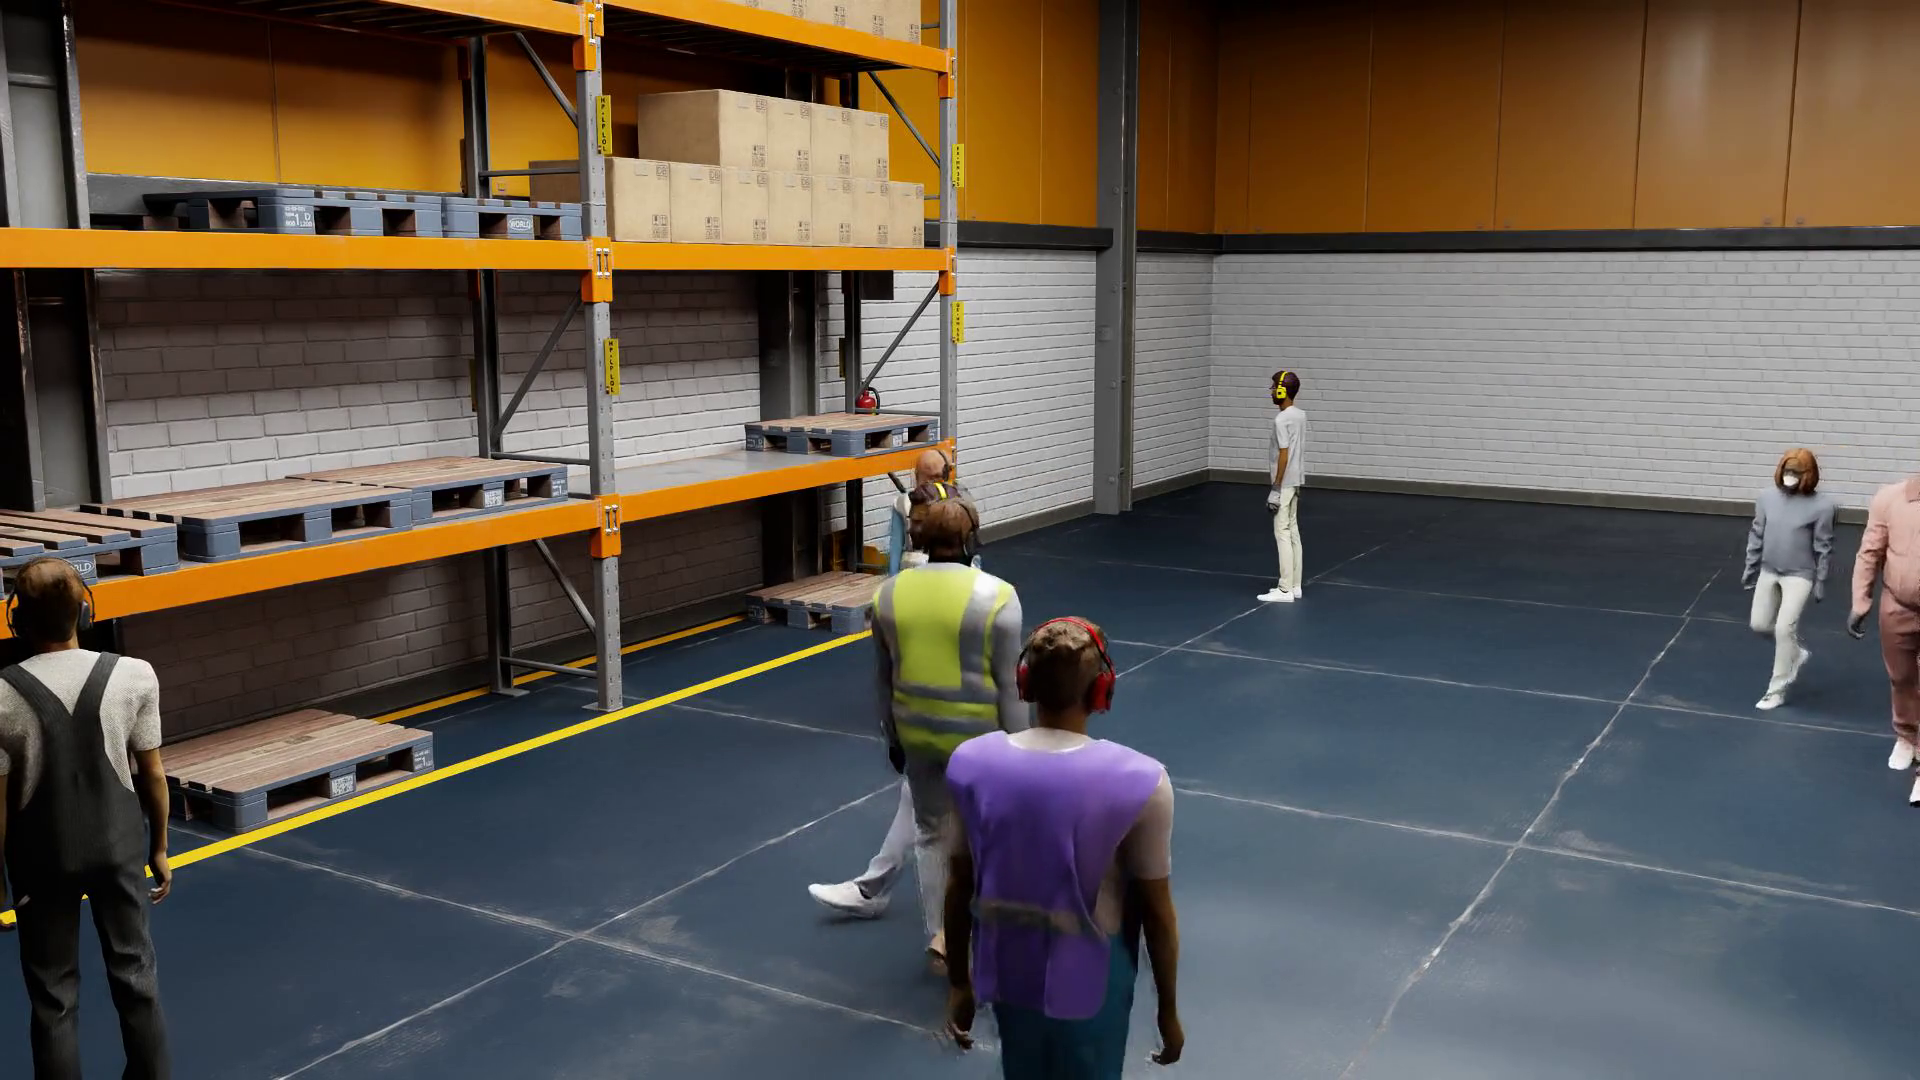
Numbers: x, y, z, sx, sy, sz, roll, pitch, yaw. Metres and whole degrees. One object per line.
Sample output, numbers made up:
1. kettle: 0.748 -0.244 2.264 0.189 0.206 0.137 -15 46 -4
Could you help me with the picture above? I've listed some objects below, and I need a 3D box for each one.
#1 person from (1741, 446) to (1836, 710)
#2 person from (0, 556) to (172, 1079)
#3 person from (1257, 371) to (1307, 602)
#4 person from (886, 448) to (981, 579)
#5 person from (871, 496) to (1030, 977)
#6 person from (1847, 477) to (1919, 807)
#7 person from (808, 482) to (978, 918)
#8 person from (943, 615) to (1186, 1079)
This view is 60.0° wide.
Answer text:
1. person: 5.088 0.219 10.161 0.535 1.612 0.514 -6 11 -31
2. person: -2.586 0.954 4.873 0.508 1.847 0.345 -7 12 -38
3. person: 2.614 -0.430 13.437 0.312 1.869 0.536 5 11 31
4. person: -0.130 0.267 9.896 0.529 1.614 0.729 4 10 25
5. person: -0.027 0.749 6.185 0.653 1.831 0.436 5 11 30
6. person: 4.970 0.363 8.550 0.654 1.857 1.005 8 12 40
7. person: -0.099 0.658 6.825 1.029 1.807 0.522 -2 9 -11
8. person: 0.243 1.099 4.033 0.584 1.831 0.433 5 10 29
